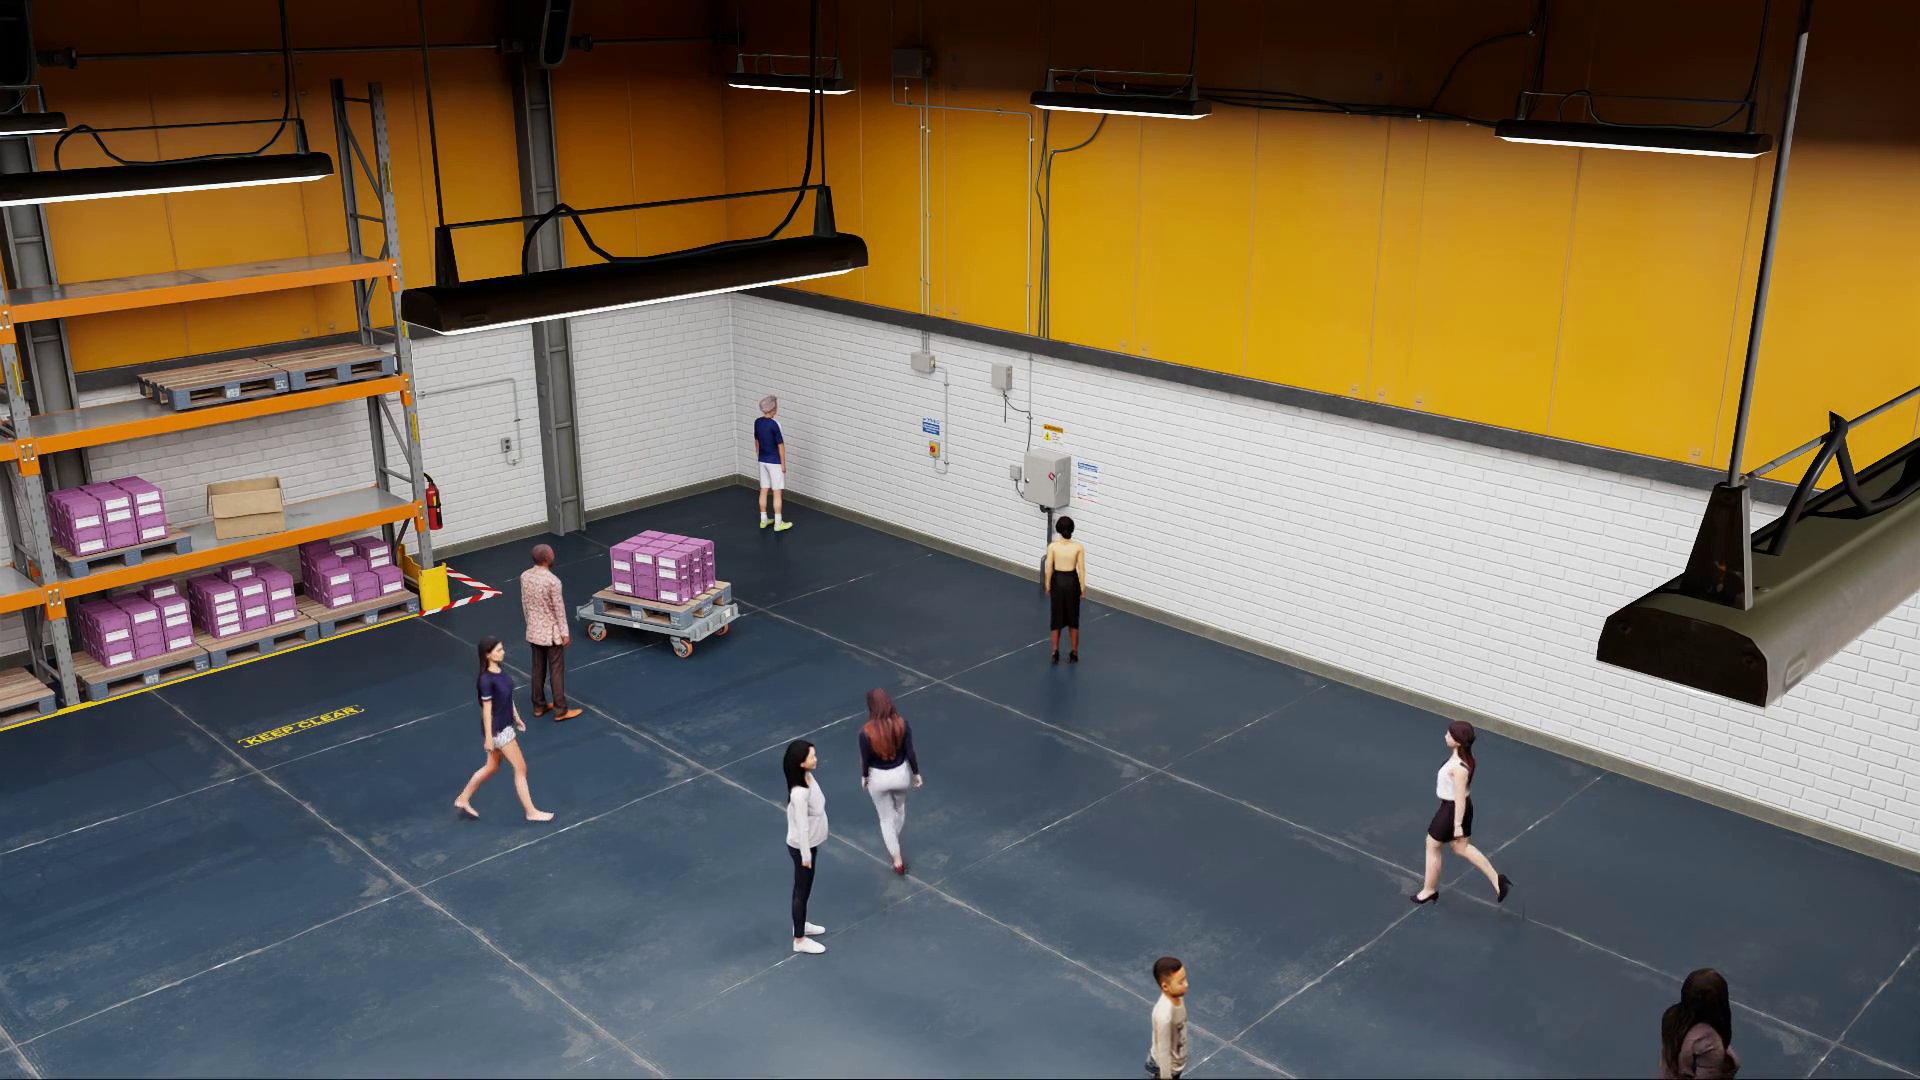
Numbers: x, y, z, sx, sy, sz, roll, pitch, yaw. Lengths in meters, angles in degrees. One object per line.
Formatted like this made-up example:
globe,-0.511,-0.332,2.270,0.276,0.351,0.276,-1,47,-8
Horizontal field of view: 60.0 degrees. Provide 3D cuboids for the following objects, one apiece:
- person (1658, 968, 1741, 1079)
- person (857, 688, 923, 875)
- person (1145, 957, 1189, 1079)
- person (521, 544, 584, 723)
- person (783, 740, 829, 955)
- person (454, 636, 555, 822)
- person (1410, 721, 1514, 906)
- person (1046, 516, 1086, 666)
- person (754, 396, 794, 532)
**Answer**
person,4.027,3.277,9.462,1.216,1.811,1.031,-5,19,-13
person,-0.578,2.003,13.618,0.955,1.573,0.953,-5,19,-13
person,1.258,3.212,10.197,0.686,1.465,0.577,6,20,18
person,-4.109,0.907,16.505,0.738,1.808,0.666,11,22,30
person,-1.180,2.289,12.571,0.747,1.700,0.694,-1,19,-2
person,-4.083,1.656,14.406,1.137,1.727,1.029,-2,19,-5
person,3.951,2.182,13.004,0.871,1.626,1.004,7,20,21
person,1.123,0.537,17.844,0.672,1.655,0.722,1,19,4
person,-2.530,-1.040,22.237,0.668,1.839,0.607,13,22,33
